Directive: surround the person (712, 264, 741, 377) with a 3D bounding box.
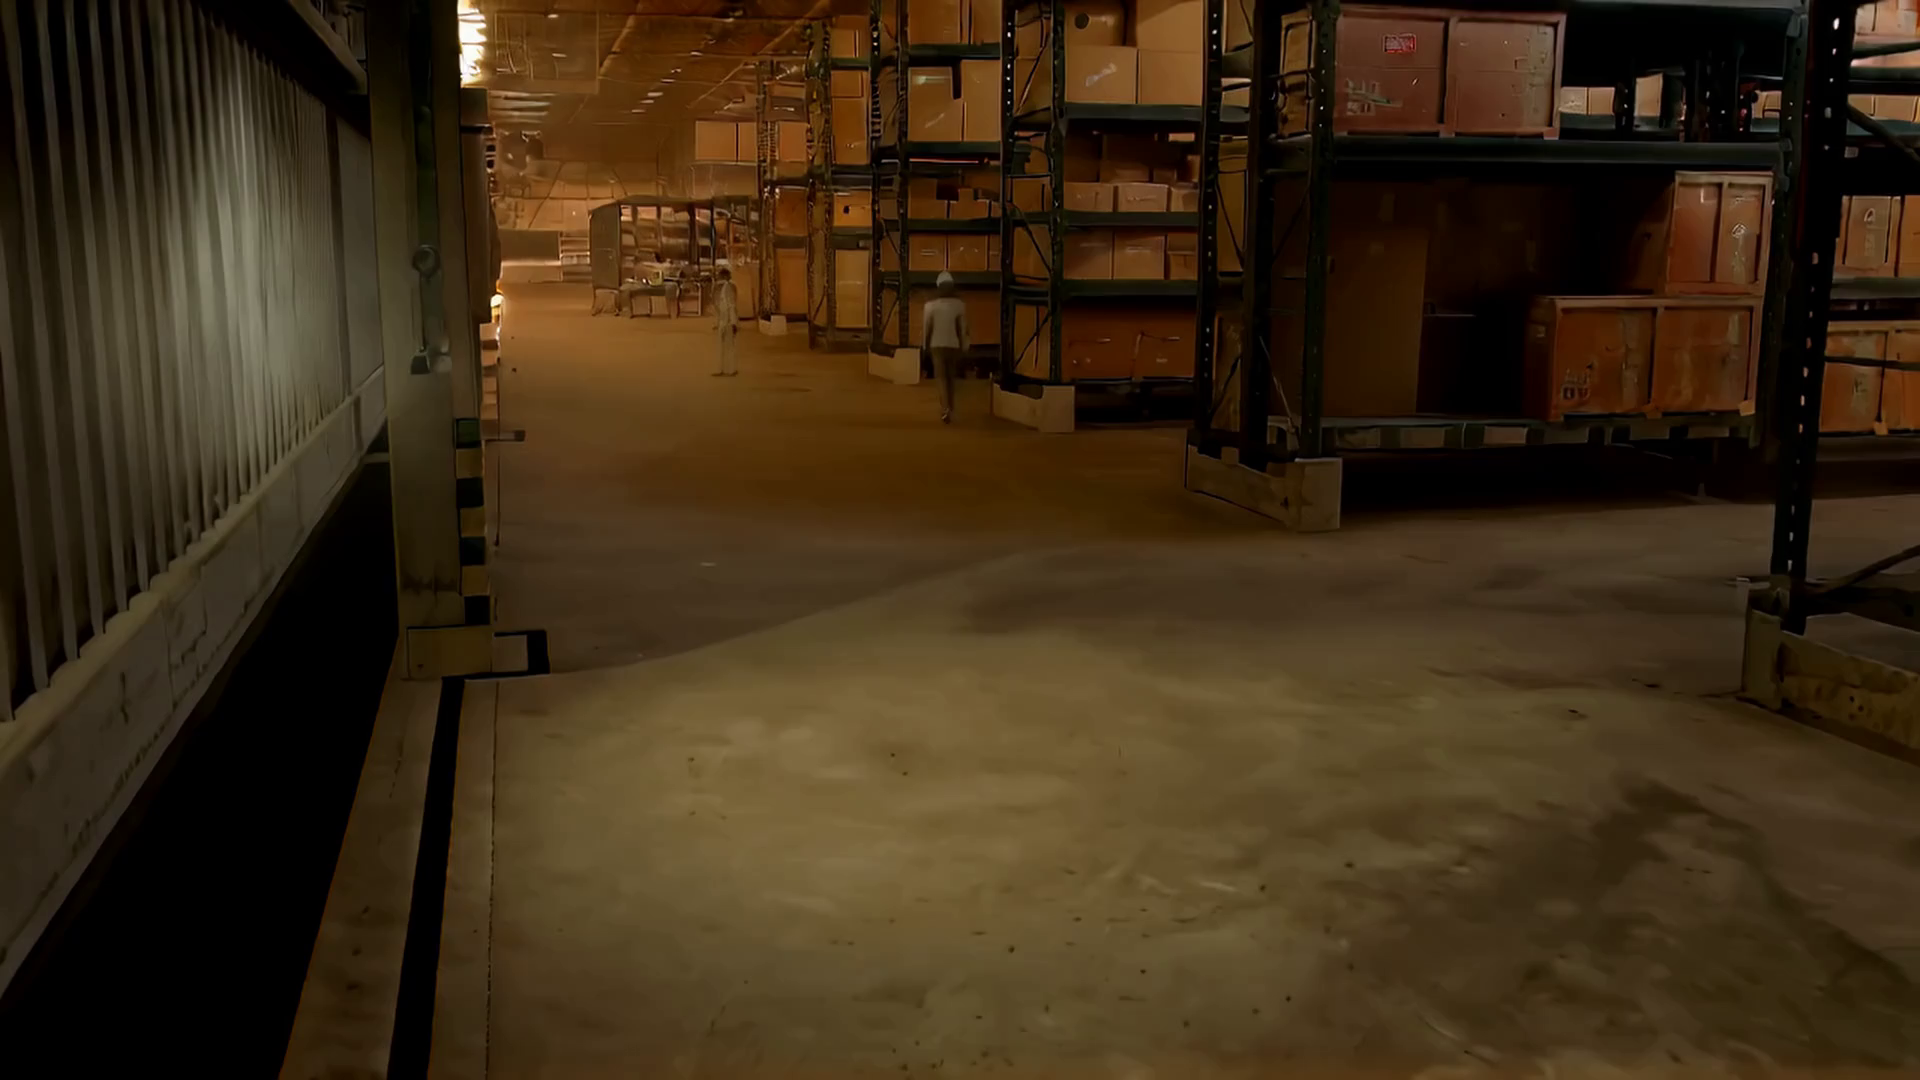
[{"bbox_3d":[-3.649,-3.398,25.807,0.573,1.748,0.339,8,13,40],"label":"person"}]

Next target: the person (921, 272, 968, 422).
[{"bbox_3d":[-0.179,-2.250,19.384,0.532,1.725,0.883,-2,10,-13],"label":"person"}]
